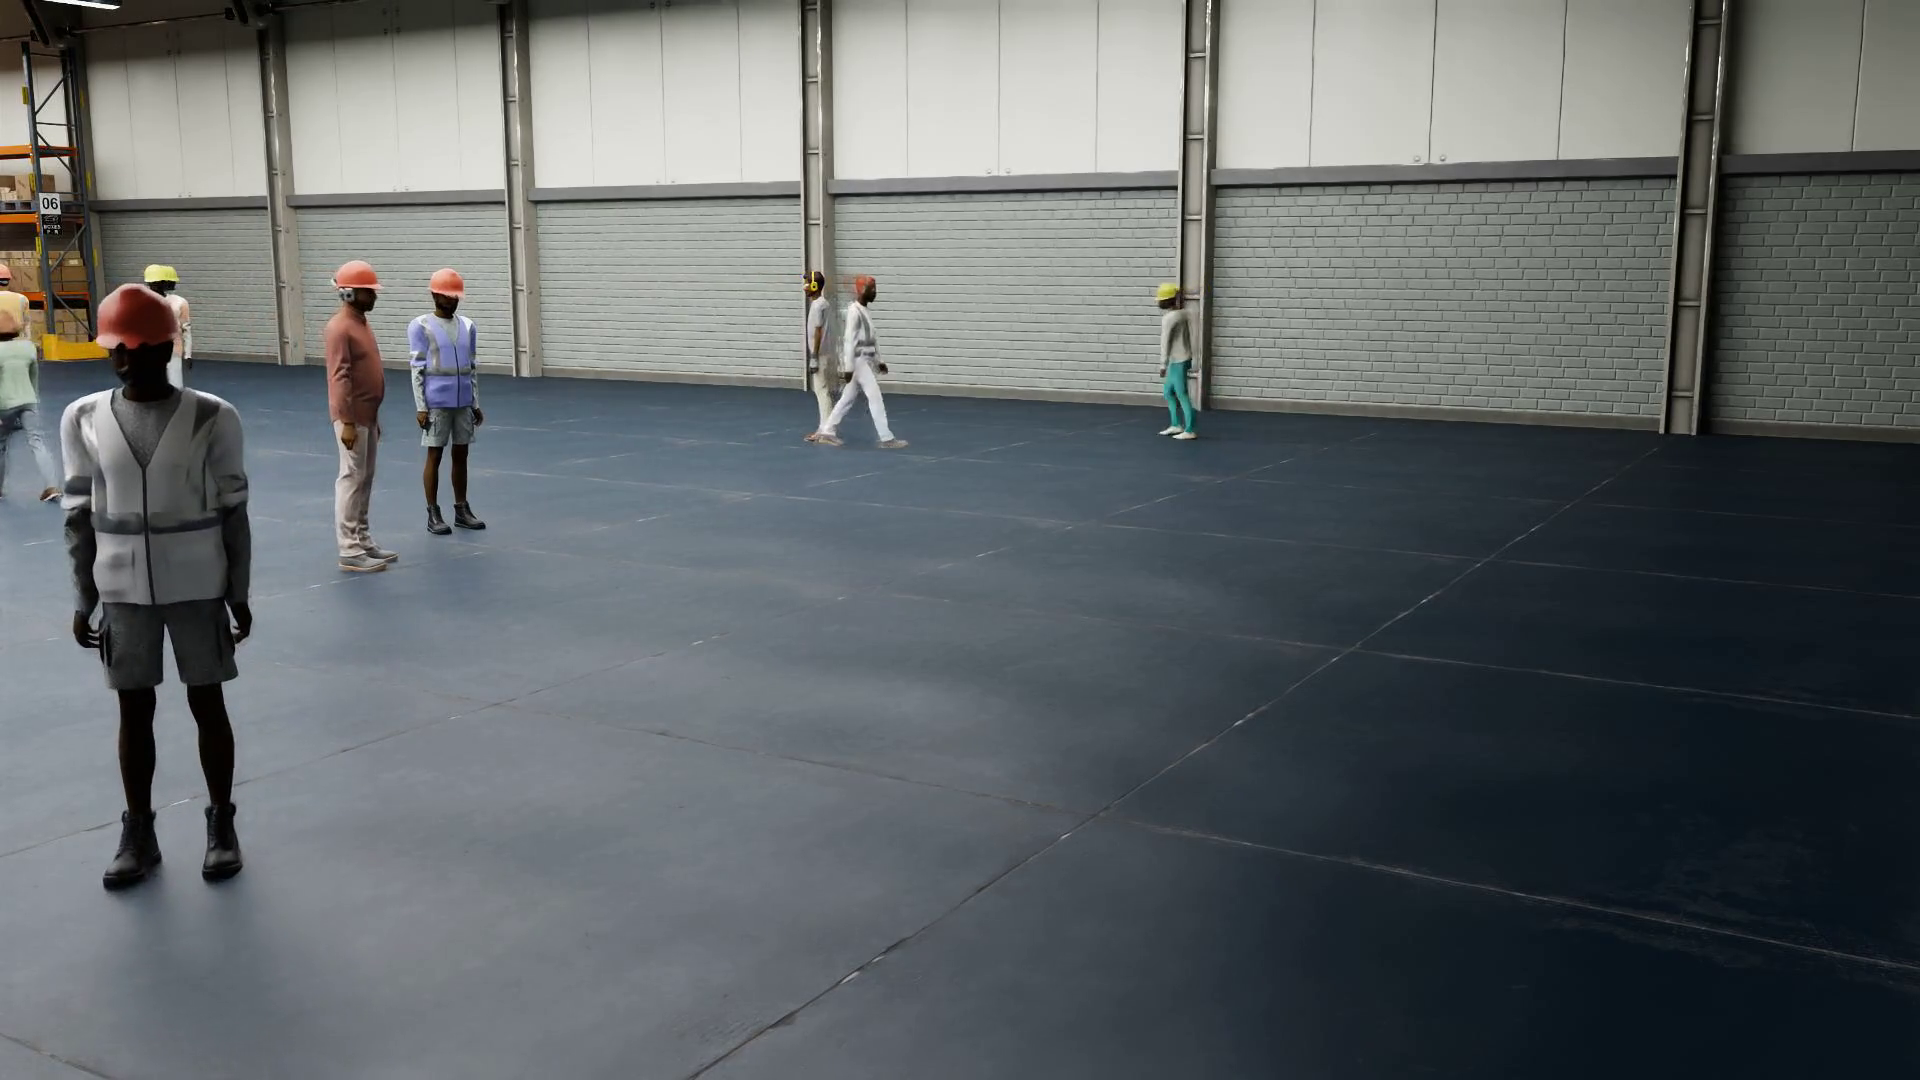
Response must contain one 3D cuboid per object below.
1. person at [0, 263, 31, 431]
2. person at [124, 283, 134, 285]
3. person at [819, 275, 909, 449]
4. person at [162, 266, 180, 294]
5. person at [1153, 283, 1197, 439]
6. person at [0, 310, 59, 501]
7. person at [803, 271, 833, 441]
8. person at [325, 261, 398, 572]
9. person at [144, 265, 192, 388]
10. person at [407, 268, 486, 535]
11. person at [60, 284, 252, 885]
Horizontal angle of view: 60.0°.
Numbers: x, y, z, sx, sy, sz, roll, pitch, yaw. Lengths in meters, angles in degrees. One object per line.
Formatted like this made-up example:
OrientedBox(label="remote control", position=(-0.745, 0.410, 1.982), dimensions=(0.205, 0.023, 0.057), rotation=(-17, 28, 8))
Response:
OrientedBox(label="person", position=(-11.045, -2.228, 19.279), dimensions=(0.350, 1.941, 0.545), rotation=(5, 11, 29))
OrientedBox(label="person", position=(-12.301, -3.007, 24.739), dimensions=(0.272, 1.633, 0.509), rotation=(1, 10, 9))
OrientedBox(label="person", position=(-1.066, -1.873, 17.561), dimensions=(0.979, 1.837, 0.558), rotation=(1, 10, 3))
OrientedBox(label="person", position=(-11.412, -2.974, 23.827), dimensions=(0.831, 1.875, 0.602), rotation=(-3, 10, -20))
OrientedBox(label="person", position=(2.366, -1.956, 18.314), dimensions=(0.555, 1.719, 0.533), rotation=(4, 10, 21))
OrientedBox(label="person", position=(-7.799, -1.106, 13.739), dimensions=(0.867, 1.588, 0.504), rotation=(6, 12, 32))
OrientedBox(label="person", position=(-1.558, -2.012, 18.261), dimensions=(0.312, 1.860, 0.505), rotation=(0, 10, 0))
OrientedBox(label="person", position=(-3.876, -0.800, 10.761), dimensions=(0.401, 1.989, 0.623), rotation=(-1, 10, -5))
OrientedBox(label="person", position=(-8.808, -2.069, 18.382), dimensions=(0.591, 1.925, 0.385), rotation=(-2, 10, -14))
OrientedBox(label="person", position=(-3.741, -1.013, 12.186), dimensions=(0.362, 1.934, 0.543), rotation=(8, 12, 39))
OrientedBox(label="person", position=(-2.569, 0.156, 5.337), dimensions=(0.551, 1.932, 0.378), rotation=(-2, 10, -13))
